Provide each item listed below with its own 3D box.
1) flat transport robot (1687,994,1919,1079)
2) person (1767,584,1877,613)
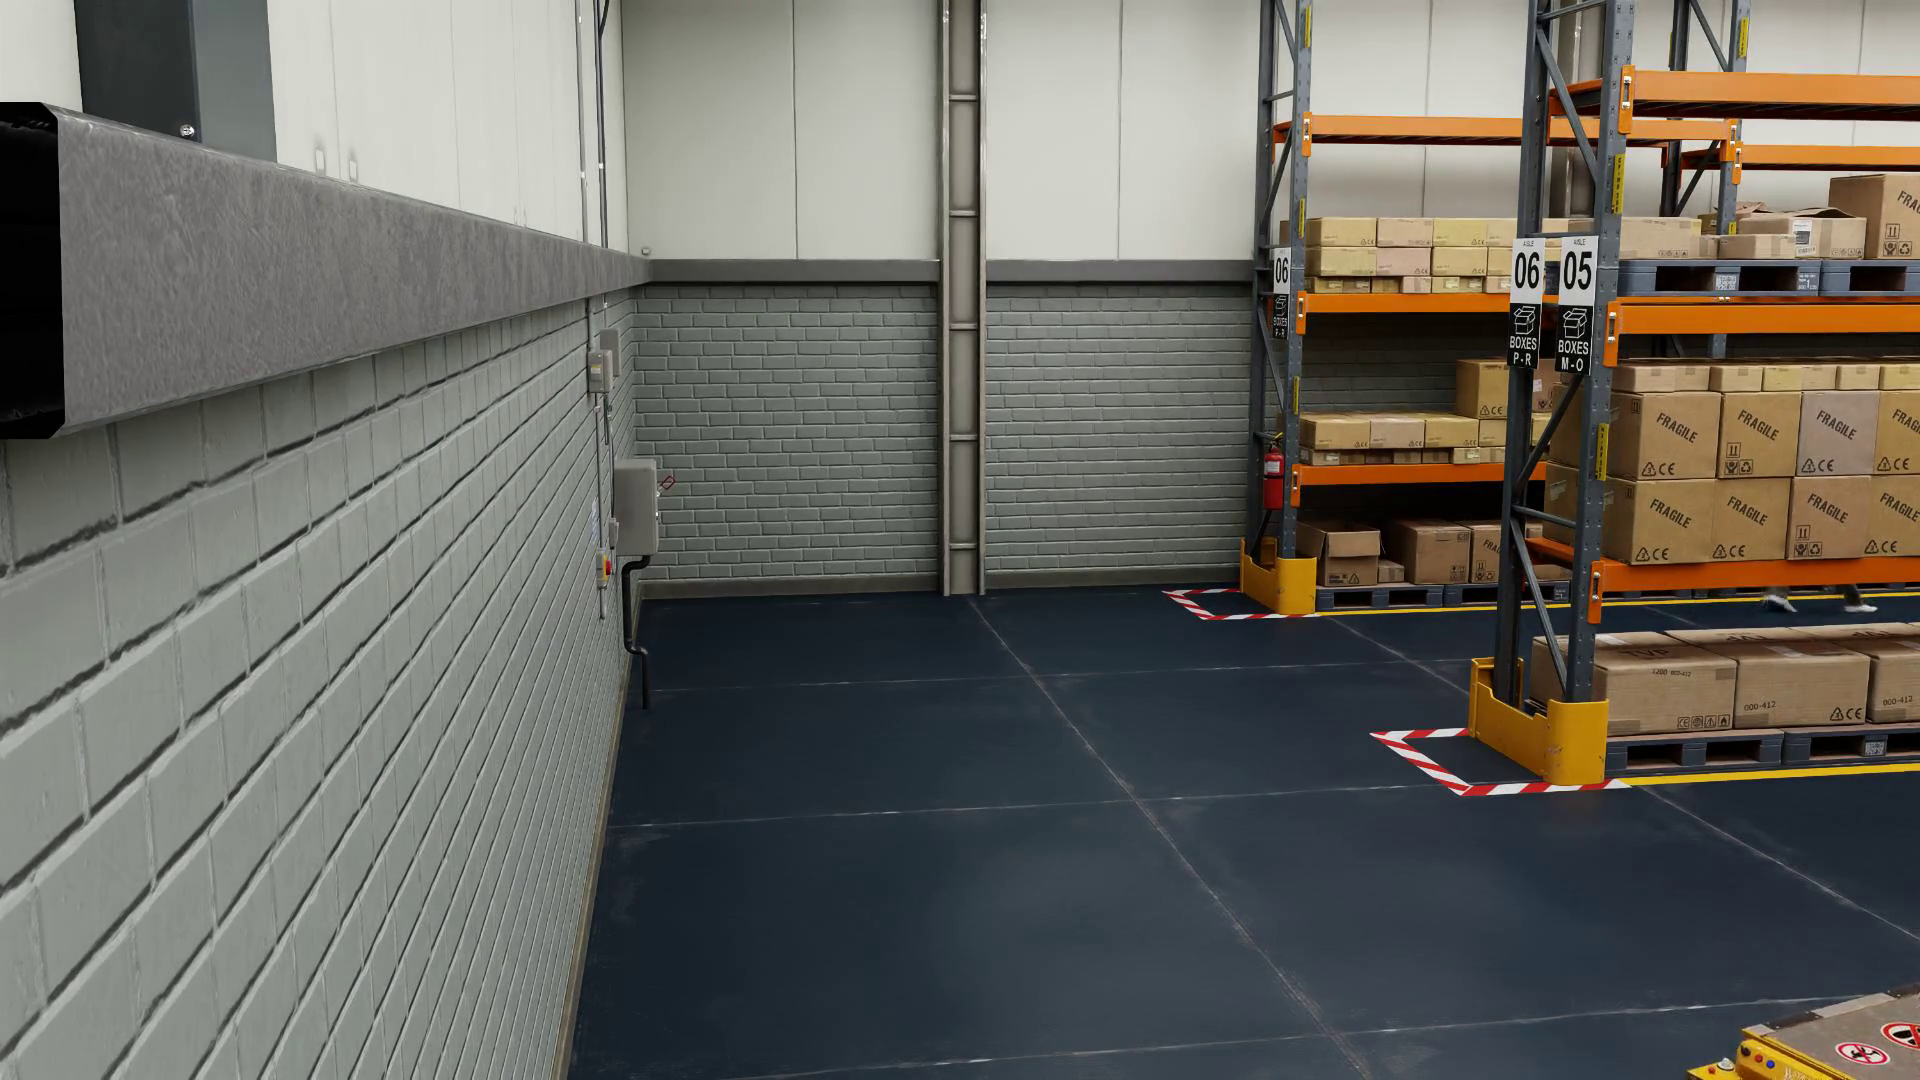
[{"bbox_3d":[3.440,1.923,6.077,1.431,0.197,0.652,-4,10,-24],"label":"flat transport robot"},{"bbox_3d":[7.632,-0.267,14.650,0.986,1.888,0.596,-1,9,-9],"label":"person"}]
